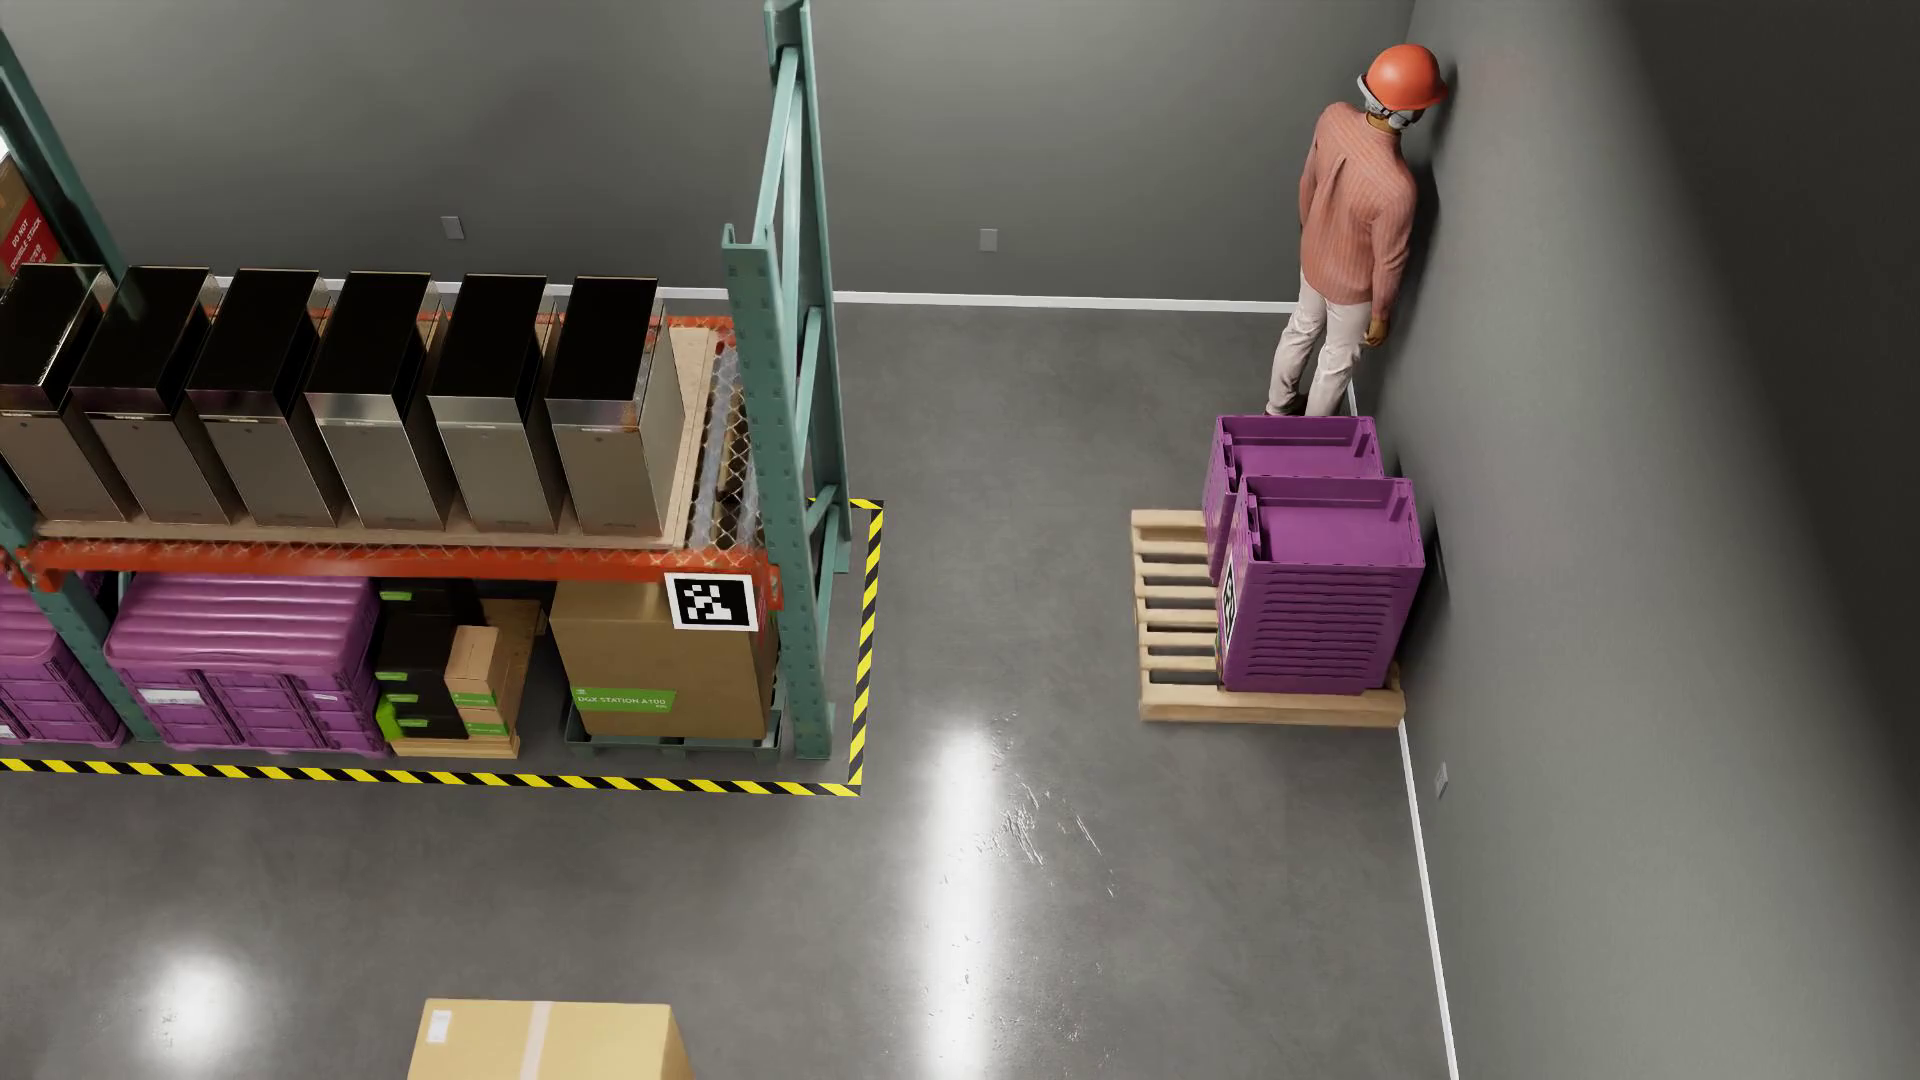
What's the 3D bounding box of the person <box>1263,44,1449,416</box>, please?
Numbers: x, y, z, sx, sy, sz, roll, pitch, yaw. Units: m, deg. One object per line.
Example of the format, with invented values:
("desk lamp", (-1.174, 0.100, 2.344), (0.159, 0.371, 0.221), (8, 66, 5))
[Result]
("person", (1.529, -1.069, 6.499), (0.397, 1.992, 0.623), (-18, 54, -13))
